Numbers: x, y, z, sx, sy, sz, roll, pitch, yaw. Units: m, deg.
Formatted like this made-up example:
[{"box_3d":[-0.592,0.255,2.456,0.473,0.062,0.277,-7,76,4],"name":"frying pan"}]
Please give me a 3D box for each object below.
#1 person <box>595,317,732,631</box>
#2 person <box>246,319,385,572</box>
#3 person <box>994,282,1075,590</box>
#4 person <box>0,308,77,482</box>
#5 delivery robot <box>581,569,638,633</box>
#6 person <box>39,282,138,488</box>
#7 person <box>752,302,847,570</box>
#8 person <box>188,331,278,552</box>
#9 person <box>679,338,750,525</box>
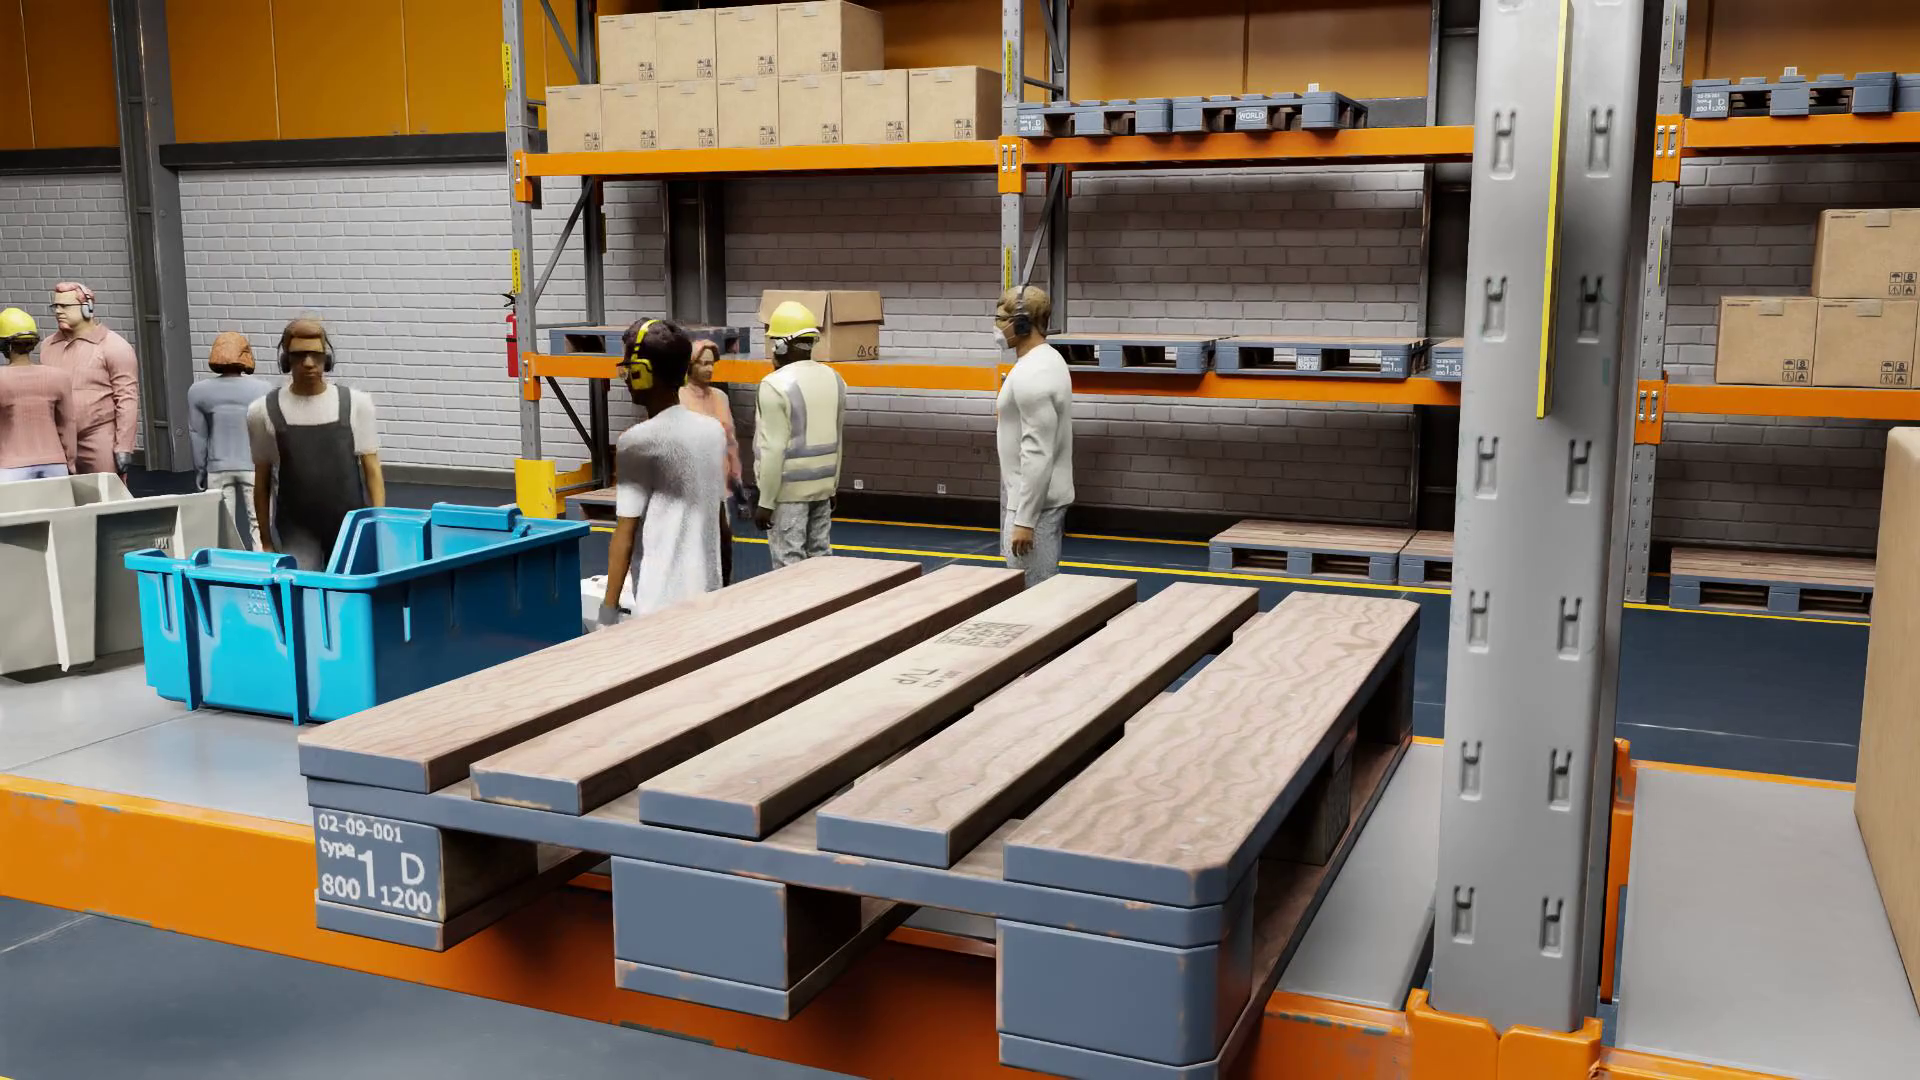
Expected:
[{"box_3d":[-0.969,0.226,5.309,0.495,1.854,0.512,4,10,21],"name":"person"},{"box_3d":[-2.712,-0.035,7.051,0.512,1.799,1.001,-5,11,-27],"name":"person"},{"box_3d":[0.315,-0.133,7.176,0.353,1.936,0.635,1,10,8],"name":"person"},{"box_3d":[-5.217,-0.407,9.322,0.304,1.772,0.529,7,12,38],"name":"person"},{"box_3d":[-1.630,0.331,8.250,0.707,0.478,0.477,8,13,40],"name":"delivery robot"},{"box_3d":[-5.203,-0.569,9.884,0.641,1.908,0.408,2,10,12],"name":"person"},{"box_3d":[-0.811,-0.250,8.190,0.404,1.830,0.602,6,11,32],"name":"person"},{"box_3d":[-4.141,-0.379,9.562,0.507,1.631,0.271,-1,10,-7],"name":"person"},{"box_3d":[-1.337,-0.237,8.716,0.395,1.634,0.539,5,11,29],"name":"person"}]
